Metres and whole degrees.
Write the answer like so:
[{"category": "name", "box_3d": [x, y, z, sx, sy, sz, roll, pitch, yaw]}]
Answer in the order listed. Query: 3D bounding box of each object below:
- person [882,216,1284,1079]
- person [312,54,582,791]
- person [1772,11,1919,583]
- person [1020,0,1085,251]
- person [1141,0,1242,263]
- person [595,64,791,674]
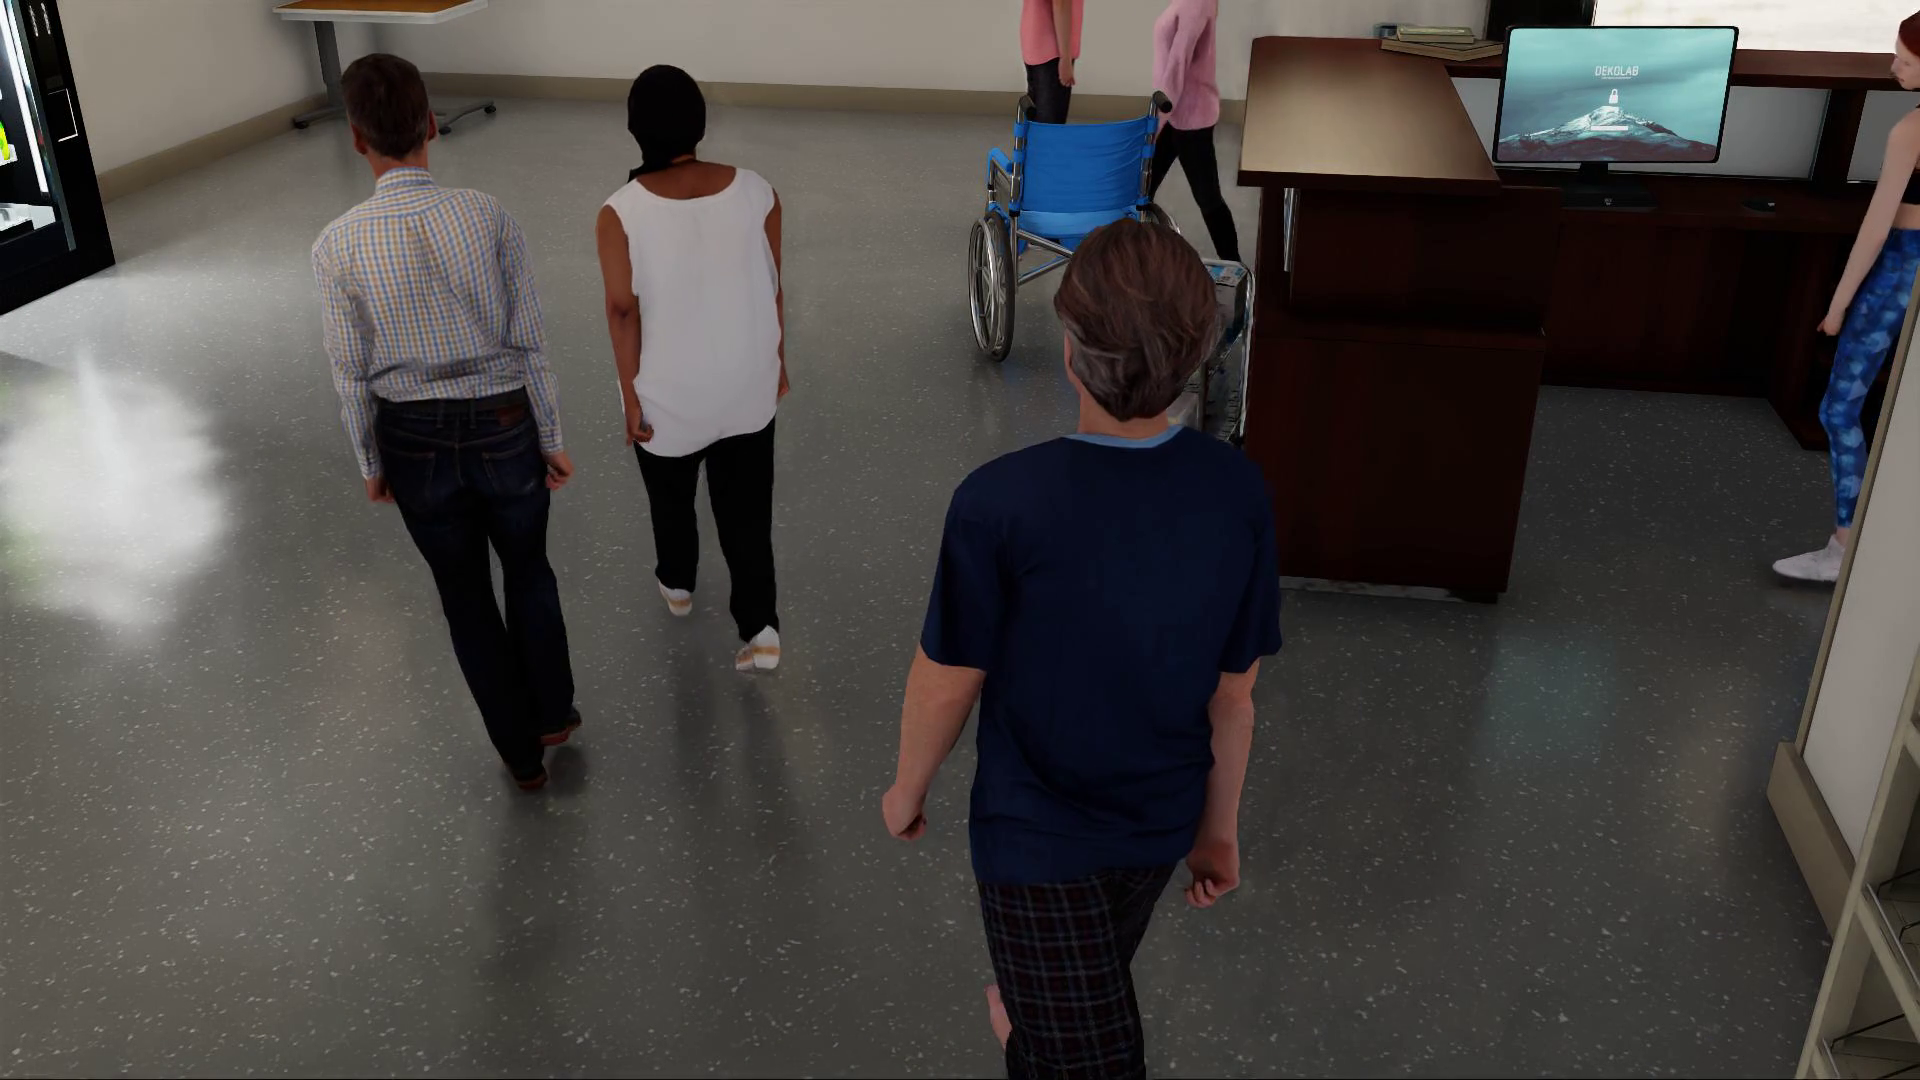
[{"category": "person", "box_3d": [0.223, 0.506, 2.433, 1.085, 1.818, 1.281, -10, 28, -20]}, {"category": "person", "box_3d": [-1.168, -0.184, 3.892, 0.786, 1.794, 0.801, -8, 27, -15]}, {"category": "person", "box_3d": [2.924, -0.713, 5.027, 0.799, 1.761, 0.722, -1, 26, -2]}, {"category": "person", "box_3d": [0.445, -2.486, 8.479, 0.767, 1.958, 0.606, -5, 26, -10]}, {"category": "person", "box_3d": [1.129, -1.923, 7.675, 0.820, 1.641, 1.063, -1, 26, -2]}, {"category": "person", "box_3d": [-0.691, -0.406, 4.515, 0.991, 1.652, 1.200, -8, 27, -16]}]
